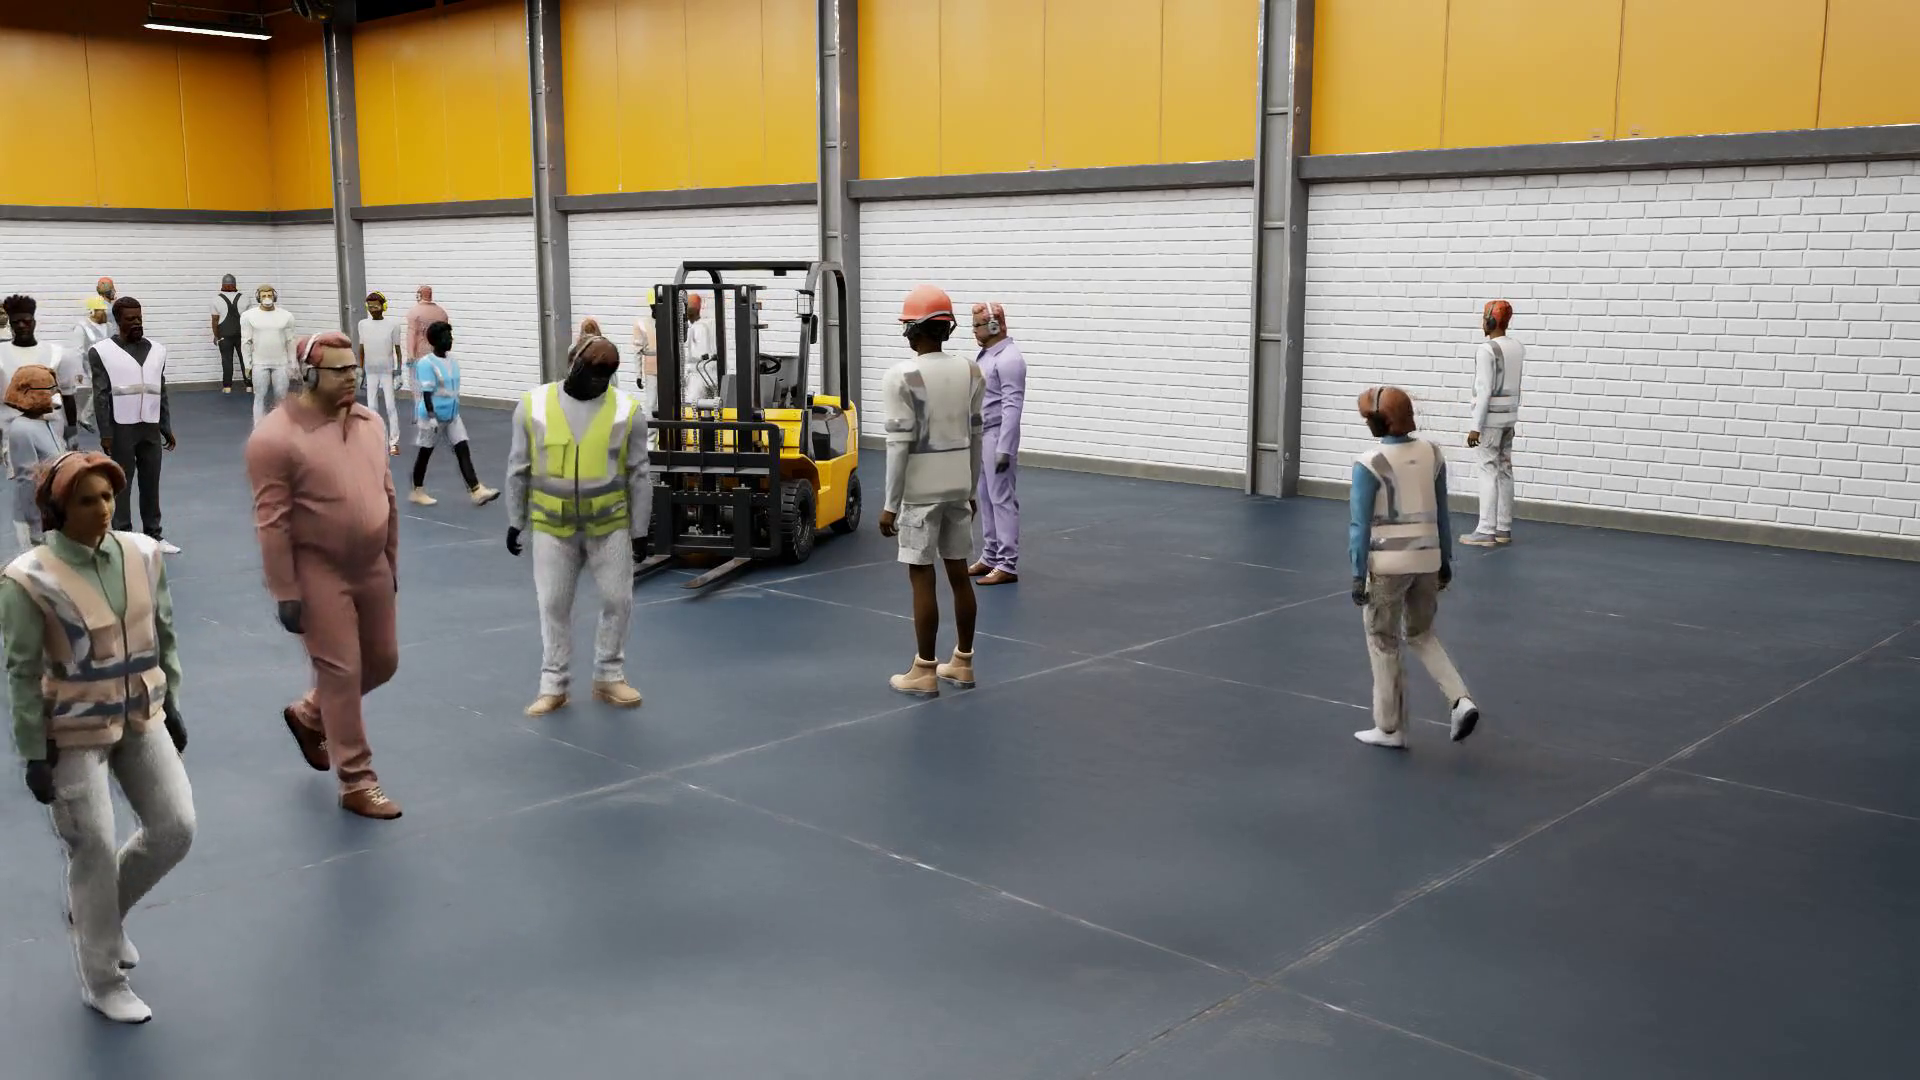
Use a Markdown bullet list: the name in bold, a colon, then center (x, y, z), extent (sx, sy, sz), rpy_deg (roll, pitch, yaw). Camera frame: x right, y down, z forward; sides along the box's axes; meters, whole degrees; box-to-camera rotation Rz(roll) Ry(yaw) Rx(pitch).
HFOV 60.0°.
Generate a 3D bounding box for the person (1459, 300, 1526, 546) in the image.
- **person**: center (4.093, -0.893, 12.763), extent (0.586, 1.882, 0.343), rpy_deg (-8, 12, -42)

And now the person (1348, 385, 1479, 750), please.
- **person**: center (1.966, 0.137, 7.255), extent (0.538, 1.615, 0.505), rpy_deg (-5, 11, -29)

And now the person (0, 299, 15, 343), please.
- **person**: center (-10.681, -1.768, 18.446), extent (0.979, 1.795, 0.564), rpy_deg (4, 10, 22)

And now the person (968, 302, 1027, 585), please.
- **person**: center (0.207, -0.650, 11.230), extent (0.407, 1.902, 0.639), rpy_deg (-3, 10, -16)

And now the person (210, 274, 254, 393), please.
- **person**: center (-12.488, -3.545, 28.548), extent (0.673, 2.000, 0.535), rpy_deg (-5, 11, -30)

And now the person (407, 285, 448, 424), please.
- **person**: center (-7.285, -2.524, 22.711), extent (0.396, 1.901, 0.676), rpy_deg (6, 11, 31)

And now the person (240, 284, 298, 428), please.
- **person**: center (-8.292, -2.100, 19.998), extent (0.627, 1.940, 0.372), rpy_deg (-6, 11, -31)

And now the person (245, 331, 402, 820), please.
- **person**: center (-2.476, 0.122, 6.547), extent (0.752, 1.888, 0.667), rpy_deg (5, 10, 27)

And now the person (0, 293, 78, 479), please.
- **person**: center (-6.631, -0.779, 11.882), extent (0.607, 1.951, 0.447), rpy_deg (-5, 11, -30)

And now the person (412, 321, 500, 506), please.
- **person**: center (-4.541, -1.100, 14.718), extent (0.883, 1.646, 0.549), rpy_deg (4, 10, 22)

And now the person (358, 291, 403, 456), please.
- **person**: center (-6.587, -1.879, 18.877), extent (0.511, 1.865, 0.329), rpy_deg (0, 9, -2)

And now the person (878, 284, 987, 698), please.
- **person**: center (-0.151, -0.240, 8.274), extent (0.605, 2.045, 0.387), rpy_deg (-8, 12, -39)

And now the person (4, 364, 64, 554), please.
- **person**: center (-4.729, -0.087, 8.588), extent (0.278, 1.634, 0.497), rpy_deg (-3, 10, -17)

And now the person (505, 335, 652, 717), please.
- **person**: center (-1.807, -0.057, 7.915), extent (0.684, 1.823, 0.433), rpy_deg (-2, 9, -10)

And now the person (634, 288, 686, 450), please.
- **person**: center (-3.451, -1.950, 19.178), extent (0.590, 1.916, 0.430), rpy_deg (-1, 9, -9)

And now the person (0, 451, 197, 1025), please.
- **person**: center (-2.433, 0.551, 4.699), extent (0.401, 1.623, 0.531), rpy_deg (4, 10, 25)

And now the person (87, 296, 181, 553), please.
- **person**: center (-6.077, -0.824, 12.242), extent (0.392, 1.919, 0.591), rpy_deg (5, 10, 27)

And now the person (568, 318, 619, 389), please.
- **person**: center (-3.989, -1.626, 18.153), extent (0.540, 1.600, 0.777), rpy_deg (-1, 9, -7)

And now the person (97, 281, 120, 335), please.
- **person**: center (-12.212, -2.738, 23.911), extent (0.632, 1.940, 0.372), rpy_deg (9, 13, 43)

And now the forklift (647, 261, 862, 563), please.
- **forklift**: center (-1.552, -1.040, 12.721), extent (1.214, 2.155, 2.313), rpy_deg (2, 9, 11)

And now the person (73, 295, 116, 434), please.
- **person**: center (-10.978, -2.208, 21.131), extent (0.920, 1.795, 0.603), rpy_deg (3, 10, 18)

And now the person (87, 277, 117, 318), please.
- **person**: center (-13.681, -3.234, 26.780), extent (0.611, 1.995, 0.377), rpy_deg (-2, 9, -10)

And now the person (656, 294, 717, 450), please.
- **person**: center (-2.919, -1.750, 18.157), extent (0.959, 1.835, 0.567), rpy_deg (0, 9, -2)
